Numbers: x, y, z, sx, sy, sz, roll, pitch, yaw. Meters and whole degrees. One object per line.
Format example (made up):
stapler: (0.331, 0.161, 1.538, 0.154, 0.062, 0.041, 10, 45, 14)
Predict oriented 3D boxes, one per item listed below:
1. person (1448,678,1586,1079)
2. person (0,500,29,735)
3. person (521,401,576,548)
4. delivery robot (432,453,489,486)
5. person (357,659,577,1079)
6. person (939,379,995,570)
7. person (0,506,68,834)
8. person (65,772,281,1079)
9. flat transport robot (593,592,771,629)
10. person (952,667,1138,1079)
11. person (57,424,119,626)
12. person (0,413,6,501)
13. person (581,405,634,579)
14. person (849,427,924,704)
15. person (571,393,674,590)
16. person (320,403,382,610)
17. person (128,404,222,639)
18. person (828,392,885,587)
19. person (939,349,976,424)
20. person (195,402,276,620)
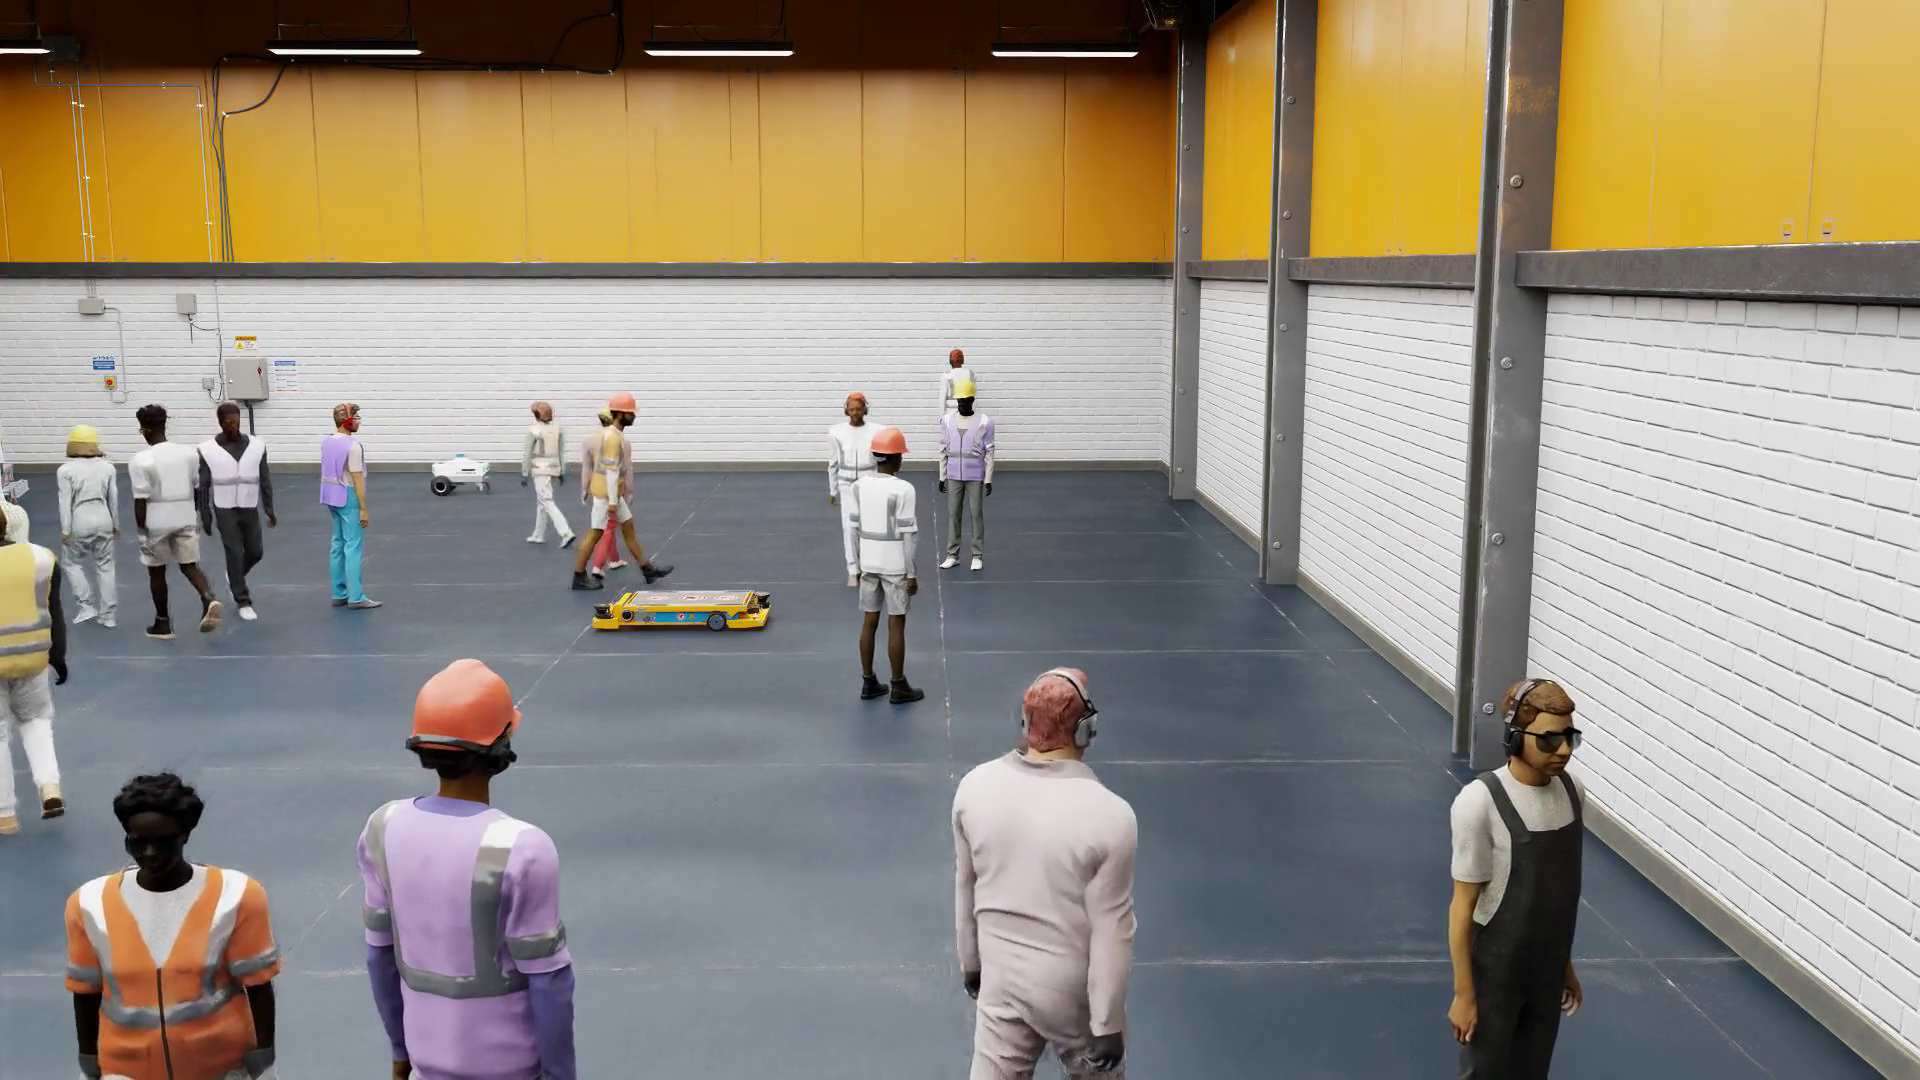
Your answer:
person: (1.671, 1.308, 5.002, 0.517, 1.843, 0.325, -5, 11, -30)
person: (-6.086, 0.397, 10.333, 0.633, 1.949, 0.966, -6, 11, -33)
person: (-4.497, -0.716, 18.144, 0.813, 1.604, 0.524, 6, 11, 31)
delivery robot: (-6.719, -0.933, 22.399, 0.707, 0.478, 0.477, -1, 9, -7)
person: (-1.244, 1.316, 4.336, 0.613, 2.048, 0.362, 4, 10, 23)
person: (0.058, -0.654, 16.781, 0.586, 1.928, 0.369, 3, 10, 19)
person: (-5.119, 0.681, 8.880, 0.436, 1.830, 0.654, 8, 12, 41)
person: (-2.132, 1.464, 4.516, 0.552, 1.677, 0.565, -3, 10, -16)
flat transport robot: (-2.364, 0.590, 14.218, 1.431, 0.197, 0.652, 0, 9, -1)
person: (0.214, 1.311, 4.941, 0.651, 1.873, 0.942, 7, 11, 36)
person: (-7.389, -0.115, 14.100, 0.474, 1.727, 0.499, 7, 12, 39)
person: (-10.471, -0.800, 17.888, 0.316, 1.860, 0.511, 0, 9, 1)
person: (-3.485, -0.491, 16.449, 0.527, 1.716, 0.906, 3, 10, 15)
person: (-0.509, 0.177, 11.657, 0.547, 1.937, 0.379, 6, 11, 35)
person: (-3.223, -0.453, 15.737, 1.015, 1.866, 0.554, -1, 9, -8)
person: (-5.481, -0.298, 14.846, 0.565, 1.845, 0.373, 8, 12, 40)
person: (-6.395, -0.132, 13.522, 0.738, 1.945, 0.605, 7, 11, 35)
person: (-0.973, -0.511, 16.108, 0.590, 1.866, 0.762, 0, 9, 0)
person: (-0.034, -1.822, 24.096, 0.579, 1.879, 0.345, -4, 10, -21)
person: (-6.353, -0.274, 14.545, 0.616, 1.896, 0.700, -8, 13, -42)
